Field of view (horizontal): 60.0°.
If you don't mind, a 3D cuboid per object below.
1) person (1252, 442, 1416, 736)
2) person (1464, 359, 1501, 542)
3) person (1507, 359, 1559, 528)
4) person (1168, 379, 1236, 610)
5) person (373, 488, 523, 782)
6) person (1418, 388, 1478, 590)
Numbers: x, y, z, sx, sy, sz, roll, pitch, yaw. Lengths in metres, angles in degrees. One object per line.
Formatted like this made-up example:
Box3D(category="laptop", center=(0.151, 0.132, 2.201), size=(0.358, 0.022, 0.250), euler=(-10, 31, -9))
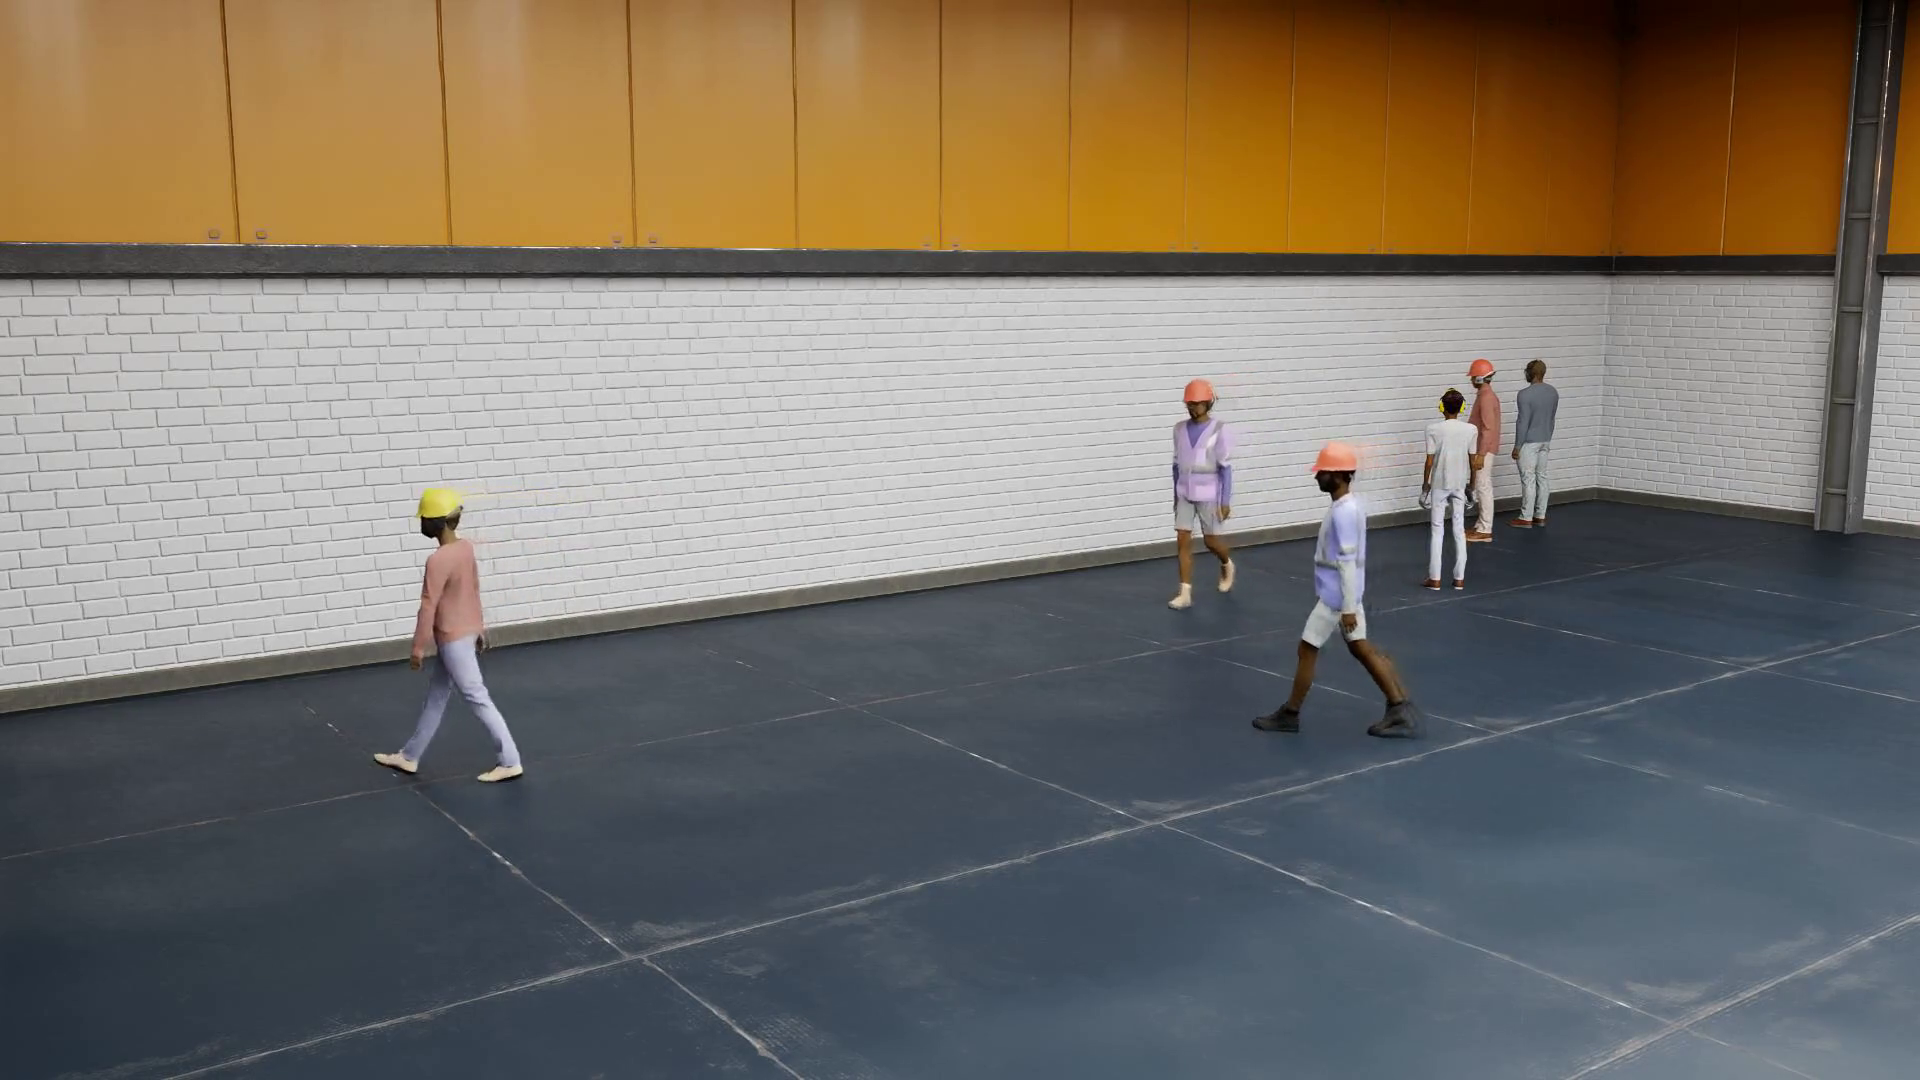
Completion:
Box3D(category="person", center=(2.417, 0.321, 10.485), size=(1.013, 1.893, 0.556), euler=(3, 10, 18))
Box3D(category="person", center=(5.685, -0.976, 18.153), size=(0.392, 1.991, 0.612), euler=(3, 10, 17))
Box3D(category="person", center=(6.575, -1.102, 19.096), size=(0.630, 1.940, 0.372), euler=(-6, 11, -35))
Box3D(category="person", center=(2.152, -0.420, 14.664), size=(0.620, 2.016, 0.869), euler=(7, 12, 38))
Box3D(category="person", center=(-2.959, 0.555, 9.543), size=(0.925, 1.710, 0.549), euler=(0, 9, 2))
Box3D(category="person", center=(4.512, -0.467, 15.392), size=(0.531, 1.870, 0.317), euler=(-1, 9, -3))
